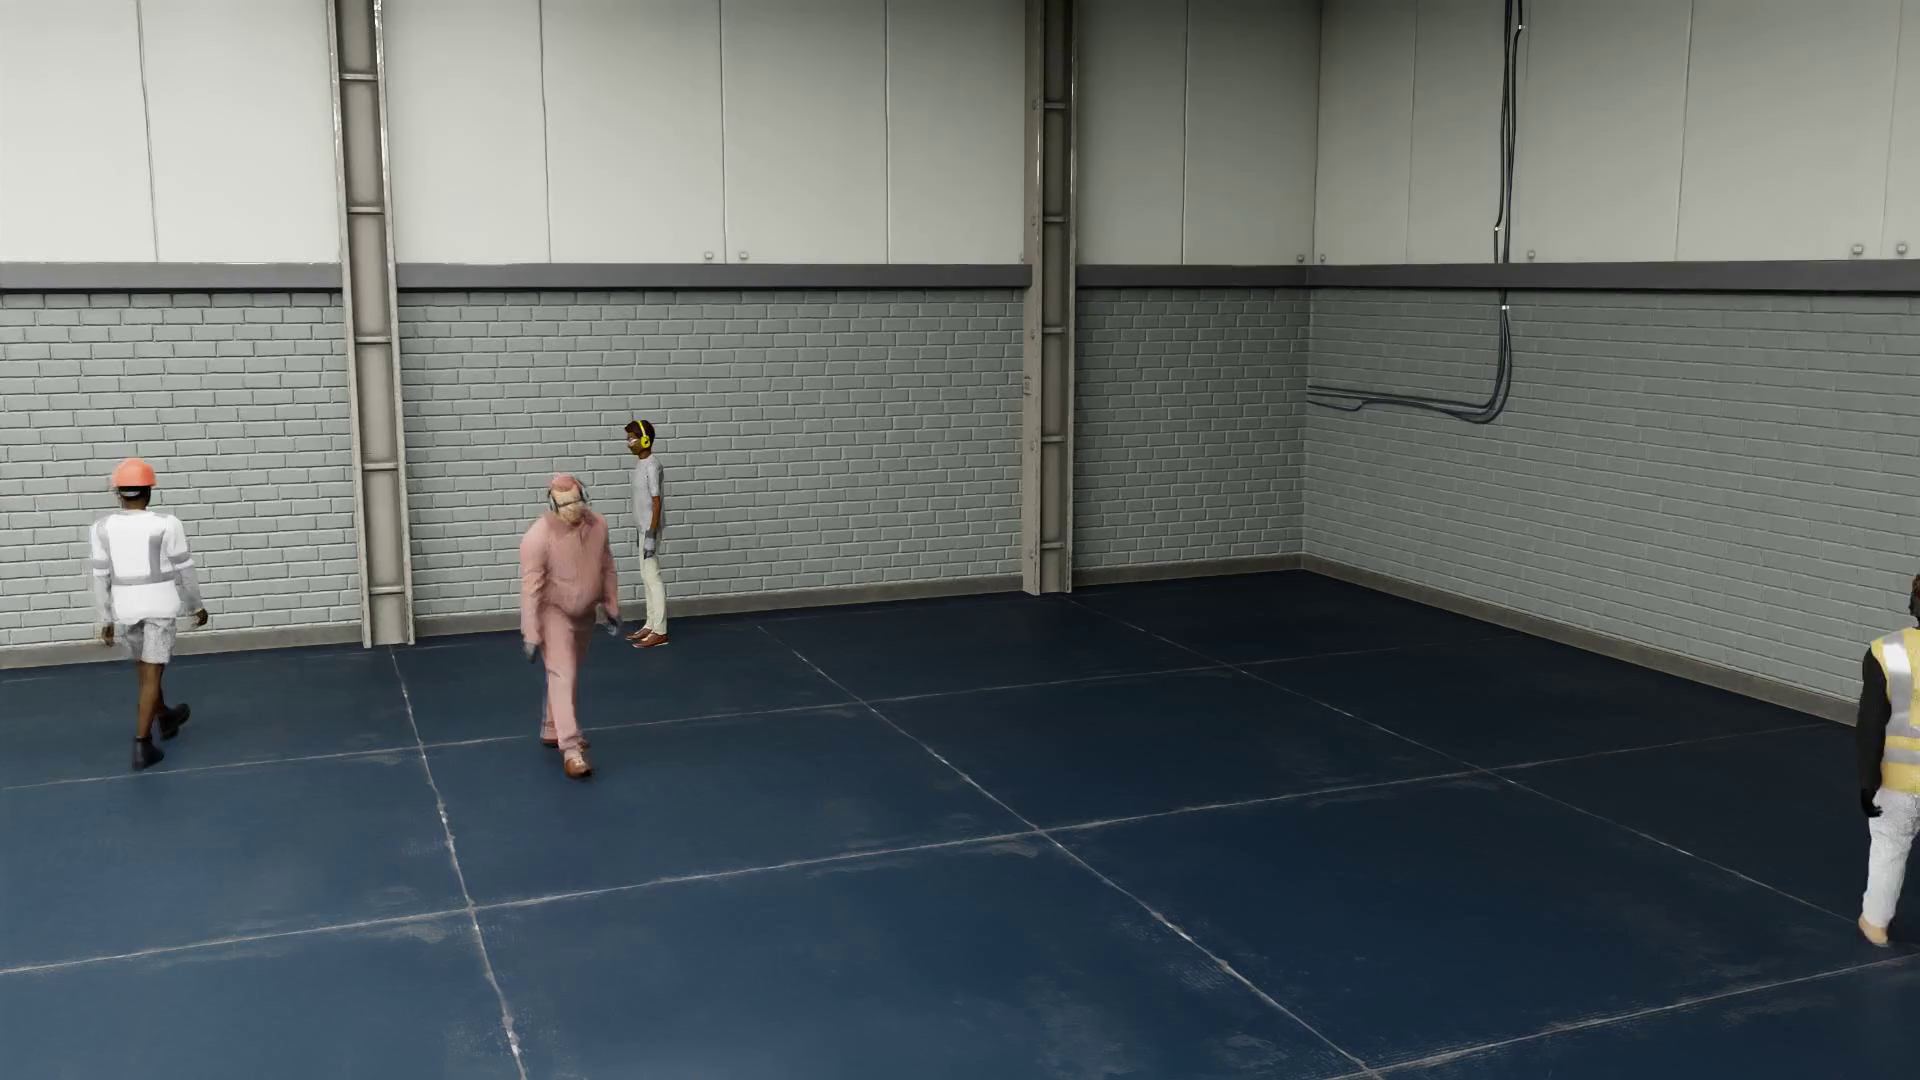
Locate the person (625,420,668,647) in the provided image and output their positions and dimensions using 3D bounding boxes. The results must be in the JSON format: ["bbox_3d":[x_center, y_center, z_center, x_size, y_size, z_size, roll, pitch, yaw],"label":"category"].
[{"bbox_3d":[-2.578,-0.055,13.623,0.329,1.865,0.508,-3,10,-21],"label":"person"}]

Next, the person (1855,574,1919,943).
[{"bbox_3d":[4.196,1.011,7.174,0.630,1.799,0.972,3,10,18],"label":"person"}]

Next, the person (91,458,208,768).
[{"bbox_3d":[-5.107,0.425,10.527,0.556,1.887,0.955,0,9,2],"label":"person"}]

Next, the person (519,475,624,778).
[{"bbox_3d":[-2.422,0.499,10.249,0.854,1.834,0.706,6,11,32],"label":"person"}]
